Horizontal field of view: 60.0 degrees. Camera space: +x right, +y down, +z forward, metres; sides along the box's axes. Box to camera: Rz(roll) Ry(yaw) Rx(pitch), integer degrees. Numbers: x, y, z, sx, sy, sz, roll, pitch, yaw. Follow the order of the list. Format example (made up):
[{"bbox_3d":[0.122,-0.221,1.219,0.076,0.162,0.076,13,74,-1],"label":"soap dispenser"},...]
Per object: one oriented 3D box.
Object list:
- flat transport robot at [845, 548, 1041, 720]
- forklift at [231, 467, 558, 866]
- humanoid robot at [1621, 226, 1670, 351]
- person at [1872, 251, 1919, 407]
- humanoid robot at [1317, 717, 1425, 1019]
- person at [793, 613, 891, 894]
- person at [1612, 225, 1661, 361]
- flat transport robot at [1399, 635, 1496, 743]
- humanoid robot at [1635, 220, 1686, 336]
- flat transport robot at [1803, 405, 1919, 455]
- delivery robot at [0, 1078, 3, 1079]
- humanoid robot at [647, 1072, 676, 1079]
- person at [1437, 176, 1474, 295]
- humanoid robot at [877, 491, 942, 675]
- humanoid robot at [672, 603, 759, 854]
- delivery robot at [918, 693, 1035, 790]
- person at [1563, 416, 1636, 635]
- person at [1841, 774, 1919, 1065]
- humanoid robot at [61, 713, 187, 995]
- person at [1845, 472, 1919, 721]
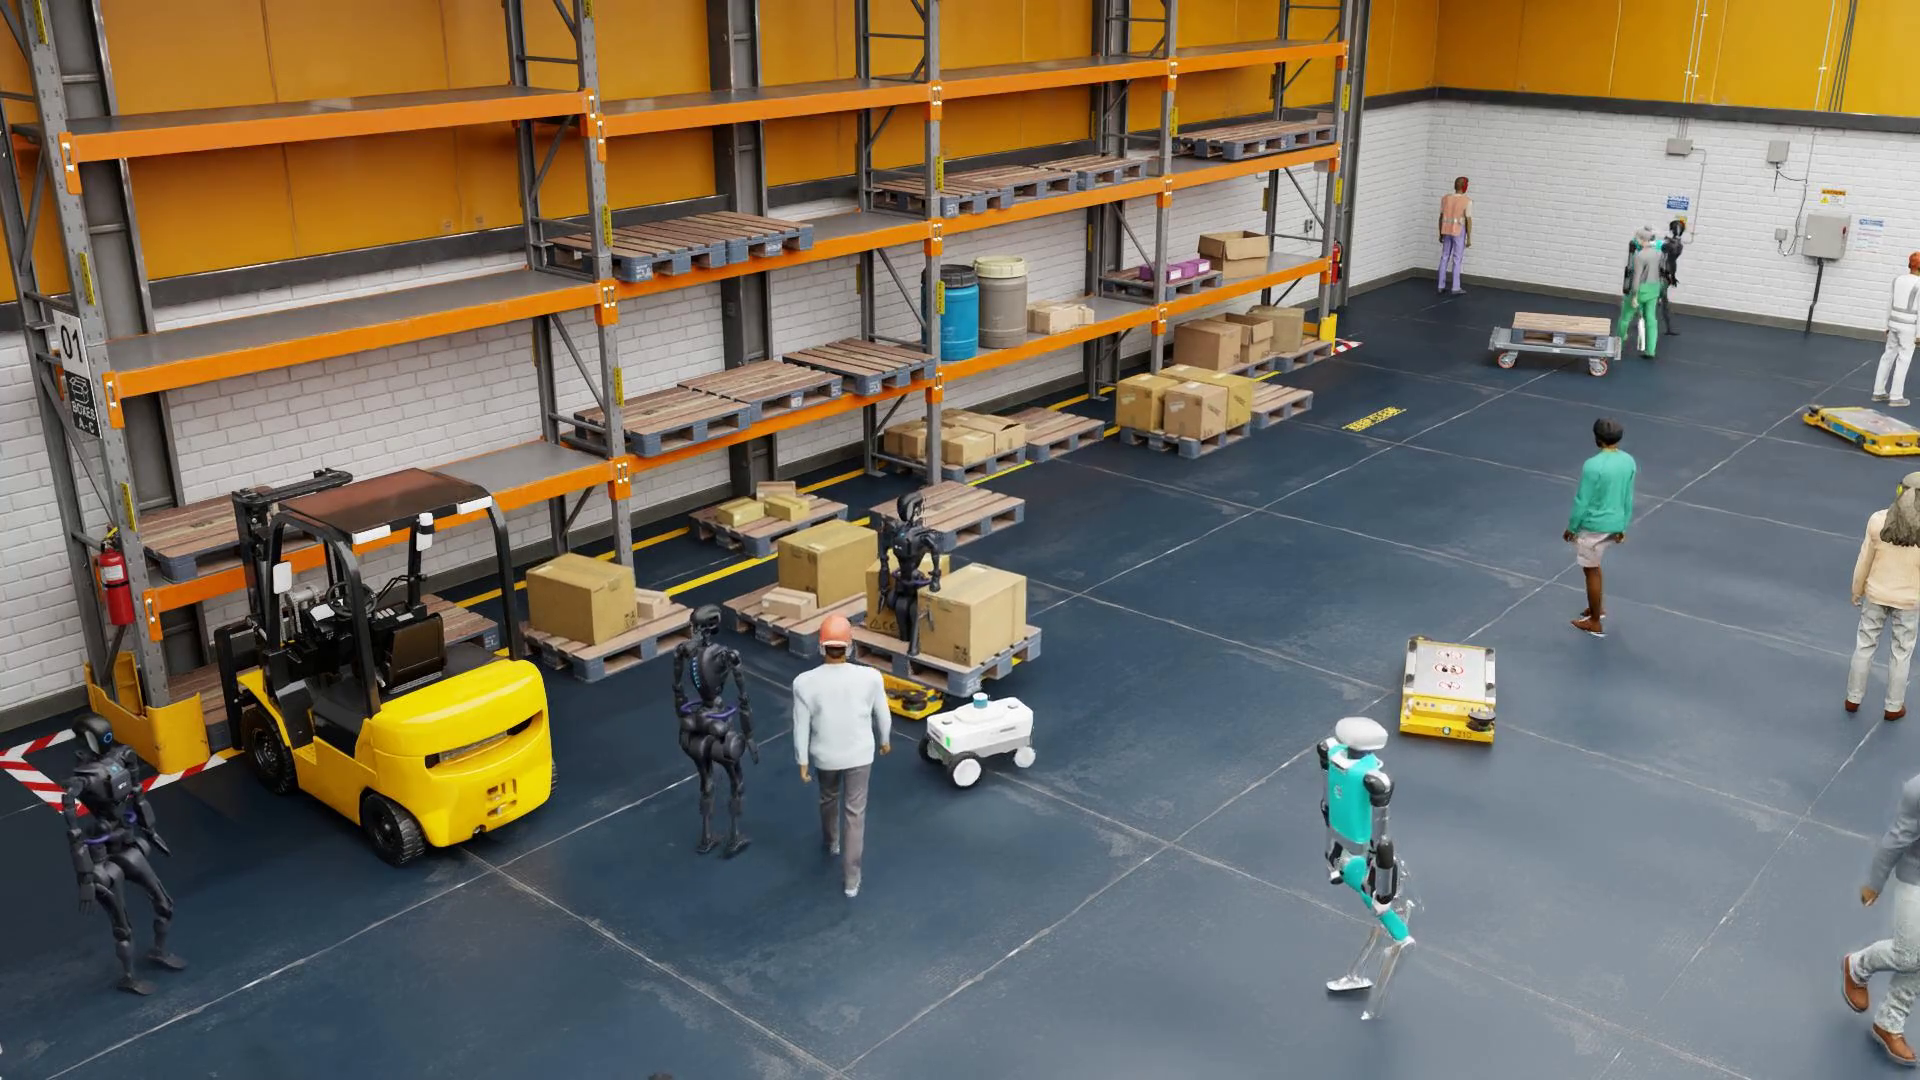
[{"bbox_3d":[-0.144,0.992,12.864,0.659,0.231,1.431,14,25,34],"label":"flat transport robot"},{"bbox_3d":[-3.730,0.710,10.856,2.313,2.155,1.214,17,26,38],"label":"forklift"},{"bbox_3d":[9.352,-3.495,22.939,0.546,1.770,0.866,2,20,7],"label":"humanoid robot"},{"bbox_3d":[11.451,-2.559,20.172,0.354,1.878,0.566,-5,21,-12],"label":"person"},{"bbox_3d":[2.223,1.728,8.753,0.700,1.795,0.533,-9,22,-22],"label":"humanoid robot"},{"bbox_3d":[-0.709,1.240,10.101,0.580,1.713,0.765,0,20,1],"label":"person"},{"bbox_3d":[9.146,-3.372,22.459,0.538,1.794,0.934,-9,22,-23],"label":"person"},{"bbox_3d":[3.688,1.107,12.551,0.659,0.231,1.431,6,21,15],"label":"flat transport robot"},{"bbox_3d":[10.062,-3.724,23.650,0.742,1.629,0.596,16,25,36],"label":"humanoid robot"},{"bbox_3d":[10.353,-1.256,18.953,0.659,0.231,1.431,-3,20,-7],"label":"flat transport robot"},{"bbox_3d":[-5.089,2.621,8.045,0.805,0.601,0.499,-2,20,-6],"label":"delivery robot"},{"bbox_3d":[-1.035,2.674,6.283,0.608,1.646,0.484,-9,22,-24],"label":"humanoid robot"},{"bbox_3d":[7.821,-4.816,26.327,0.373,1.840,0.568,-17,26,-38],"label":"person"},{"bbox_3d":[-0.371,0.425,12.370,0.593,1.644,0.462,15,25,35],"label":"humanoid robot"},{"bbox_3d":[-1.534,1.182,10.326,0.602,1.652,0.332,10,22,25],"label":"humanoid robot"},{"bbox_3d":[0.132,1.345,11.483,0.789,0.587,0.499,-10,23,-26],"label":"delivery robot"},{"bbox_3d":[5.200,-0.122,13.628,0.494,1.832,0.545,-10,23,-26],"label":"person"},{"bbox_3d":[4.953,1.734,8.490,0.700,1.894,0.551,-2,20,-6],"label":"person"},{"bbox_3d":[-4.530,1.684,8.941,0.333,1.647,0.616,5,21,12],"label":"humanoid robot"},{"bbox_3d":[6.805,0.412,12.118,0.565,1.875,0.390,15,25,34],"label":"person"}]
